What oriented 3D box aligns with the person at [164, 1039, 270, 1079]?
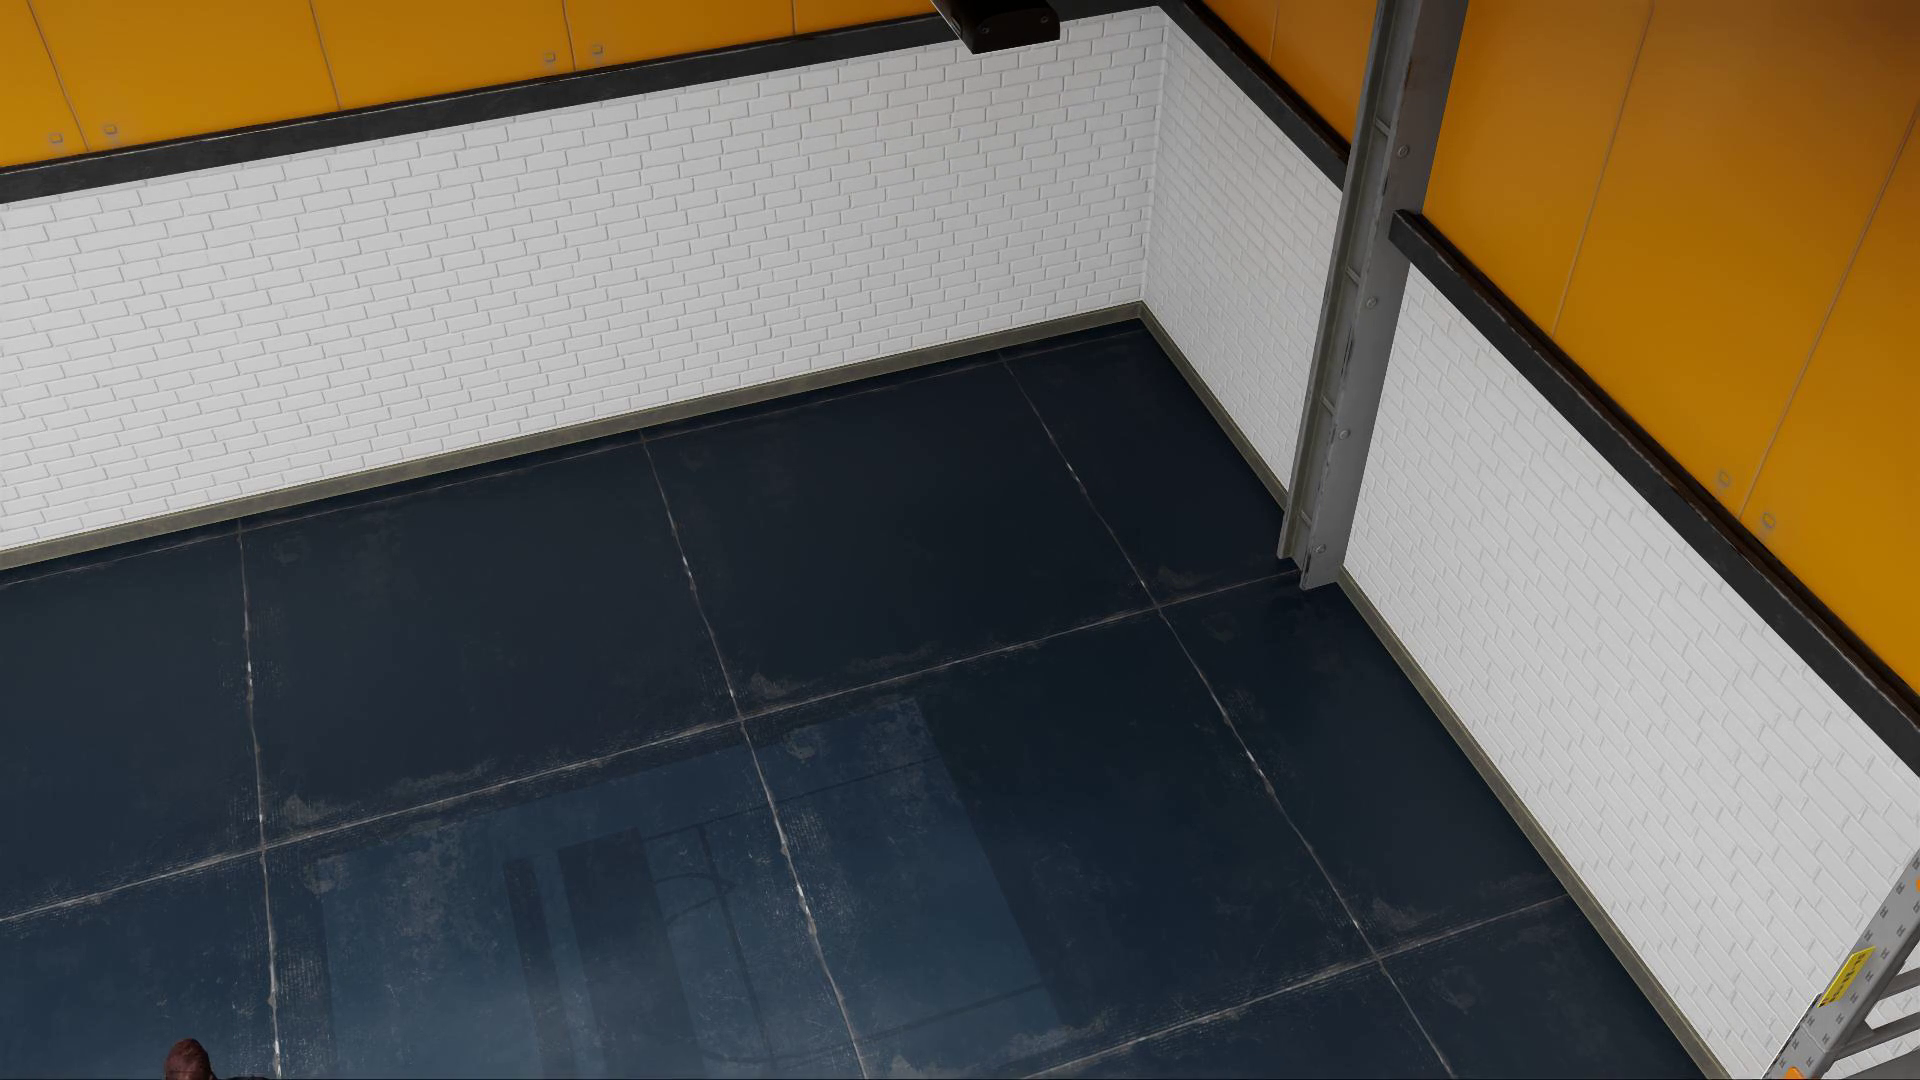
[{"bbox_3d":[-3.307,2.962,7.695,0.814,1.817,0.971,-22,48,-22],"label":"person"}]
